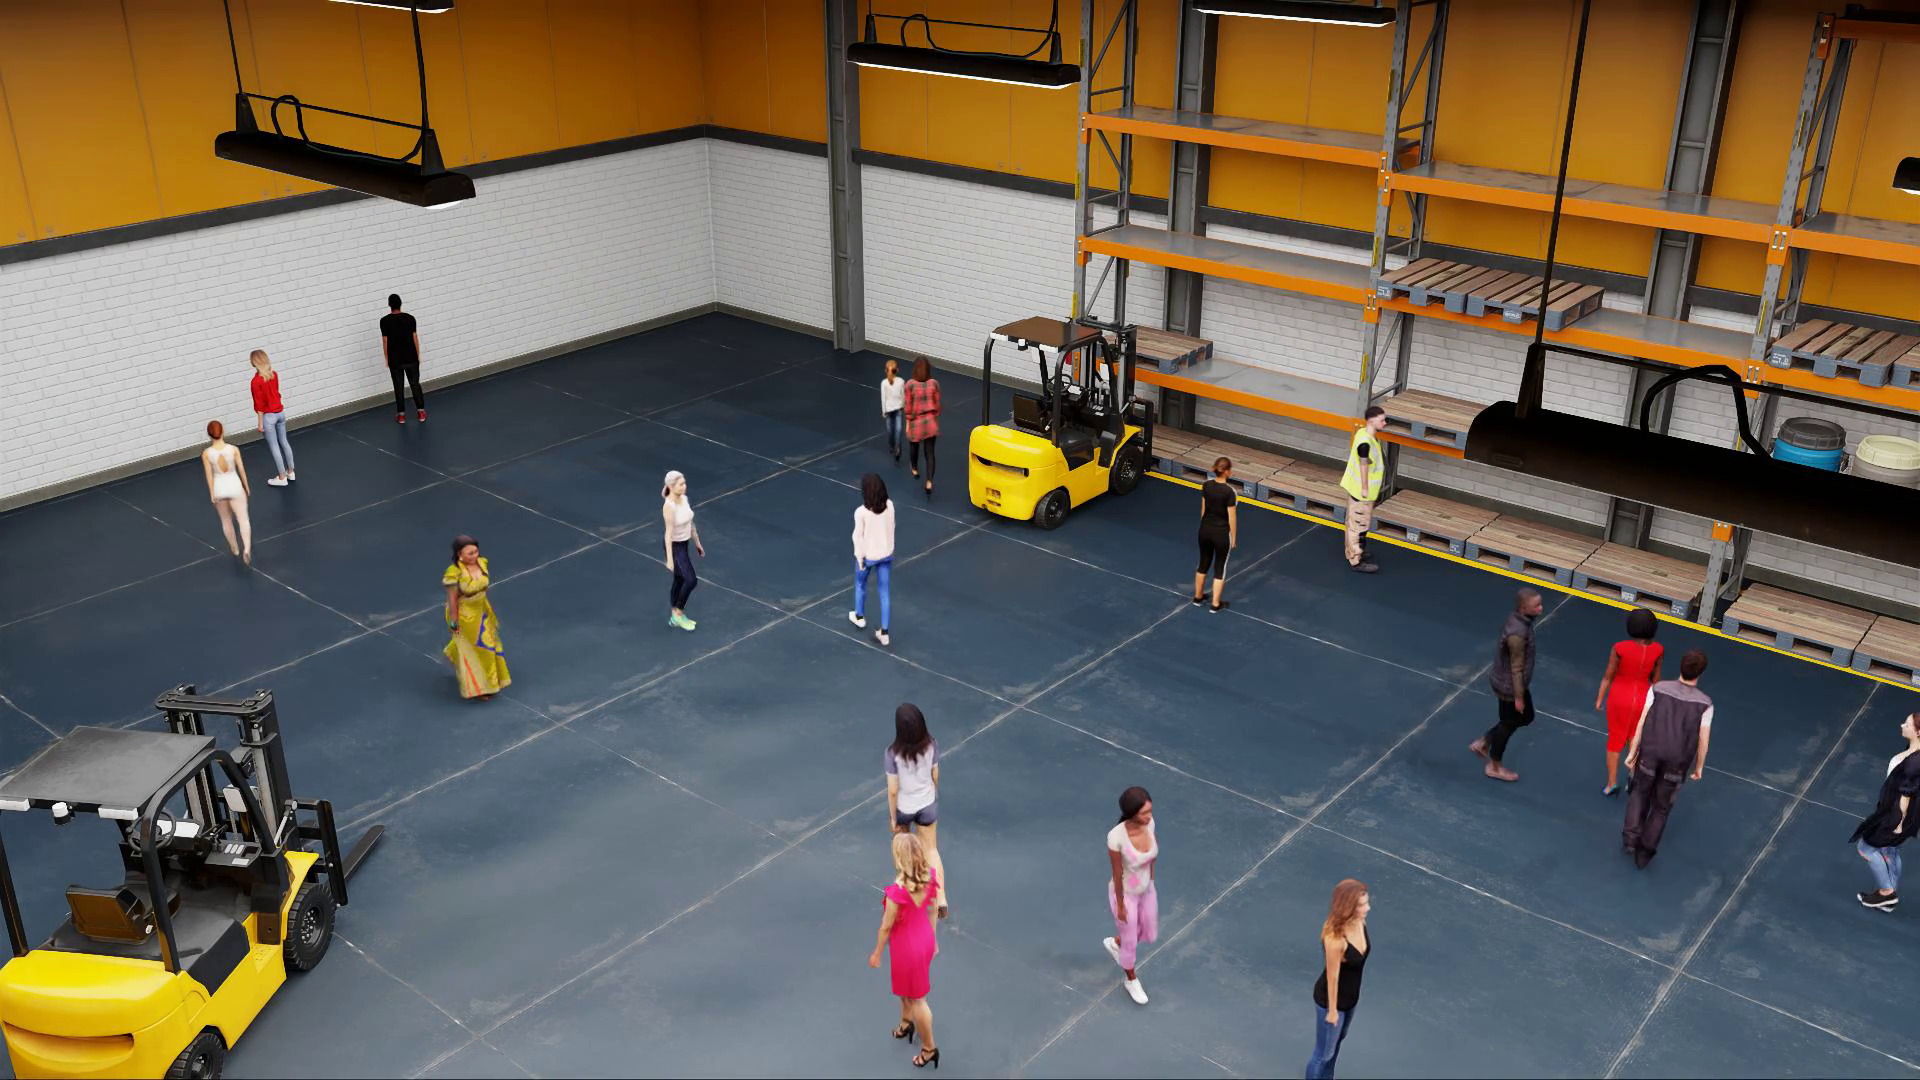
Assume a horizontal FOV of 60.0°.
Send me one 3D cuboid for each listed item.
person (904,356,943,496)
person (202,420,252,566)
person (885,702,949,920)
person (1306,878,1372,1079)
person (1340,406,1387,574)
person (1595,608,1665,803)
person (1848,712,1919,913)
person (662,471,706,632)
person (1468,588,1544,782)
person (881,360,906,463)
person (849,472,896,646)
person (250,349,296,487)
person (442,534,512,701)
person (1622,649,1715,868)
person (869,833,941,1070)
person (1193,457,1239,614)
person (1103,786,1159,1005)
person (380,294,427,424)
[{"bbox_3d":[-0.427,-1.334,19.972,1.087,1.655,1.186,-4,24,-8],"label":"person"},{"bbox_3d":[-7.948,-0.491,18.085,0.806,1.622,1.034,-11,26,-24],"label":"person"},{"bbox_3d":[-0.304,2.016,12.242,0.894,1.709,1.081,-9,25,-19],"label":"person"},{"bbox_3d":[2.352,2.833,10.357,0.541,1.722,0.613,16,28,32],"label":"person"},{"bbox_3d":[4.377,-0.576,18.002,0.890,1.845,0.846,4,24,8],"label":"person"},{"bbox_3d":[5.502,1.400,13.622,0.729,1.733,0.791,0,24,1],"label":"person"},{"bbox_3d":[6.998,2.042,12.227,0.681,1.673,0.666,15,28,31],"label":"person"},{"bbox_3d":[-2.903,0.097,16.655,0.751,1.691,0.724,4,24,10],"label":"person"},{"bbox_3d":[4.542,1.208,13.951,0.826,1.821,0.802,10,25,21],"label":"person"},{"bbox_3d":[-0.825,-1.622,21.082,0.852,1.294,0.940,-3,24,-7],"label":"person"},{"bbox_3d":[-0.790,0.210,16.333,0.894,1.742,1.041,-9,25,-20],"label":"person"},{"bbox_3d":[-8.400,-1.497,20.285,0.657,1.703,0.685,6,24,14],"label":"person"},{"bbox_3d":[-4.582,0.694,15.364,1.098,1.630,0.963,11,26,24],"label":"person"},{"bbox_3d":[5.388,1.720,12.775,0.597,1.825,0.786,13,27,27],"label":"person"},{"bbox_3d":[-0.239,2.678,10.724,0.688,1.713,0.609,15,28,30],"label":"person"},{"bbox_3d":[2.619,-0.066,17.060,0.667,1.665,0.470,-21,31,-40],"label":"person"},{"bbox_3d":[1.106,2.396,11.361,0.694,1.719,0.810,-17,29,-34],"label":"person"},{"bbox_3d":[-7.504,-2.451,22.404,0.691,1.754,0.688,-9,25,-19],"label":"person"}]
